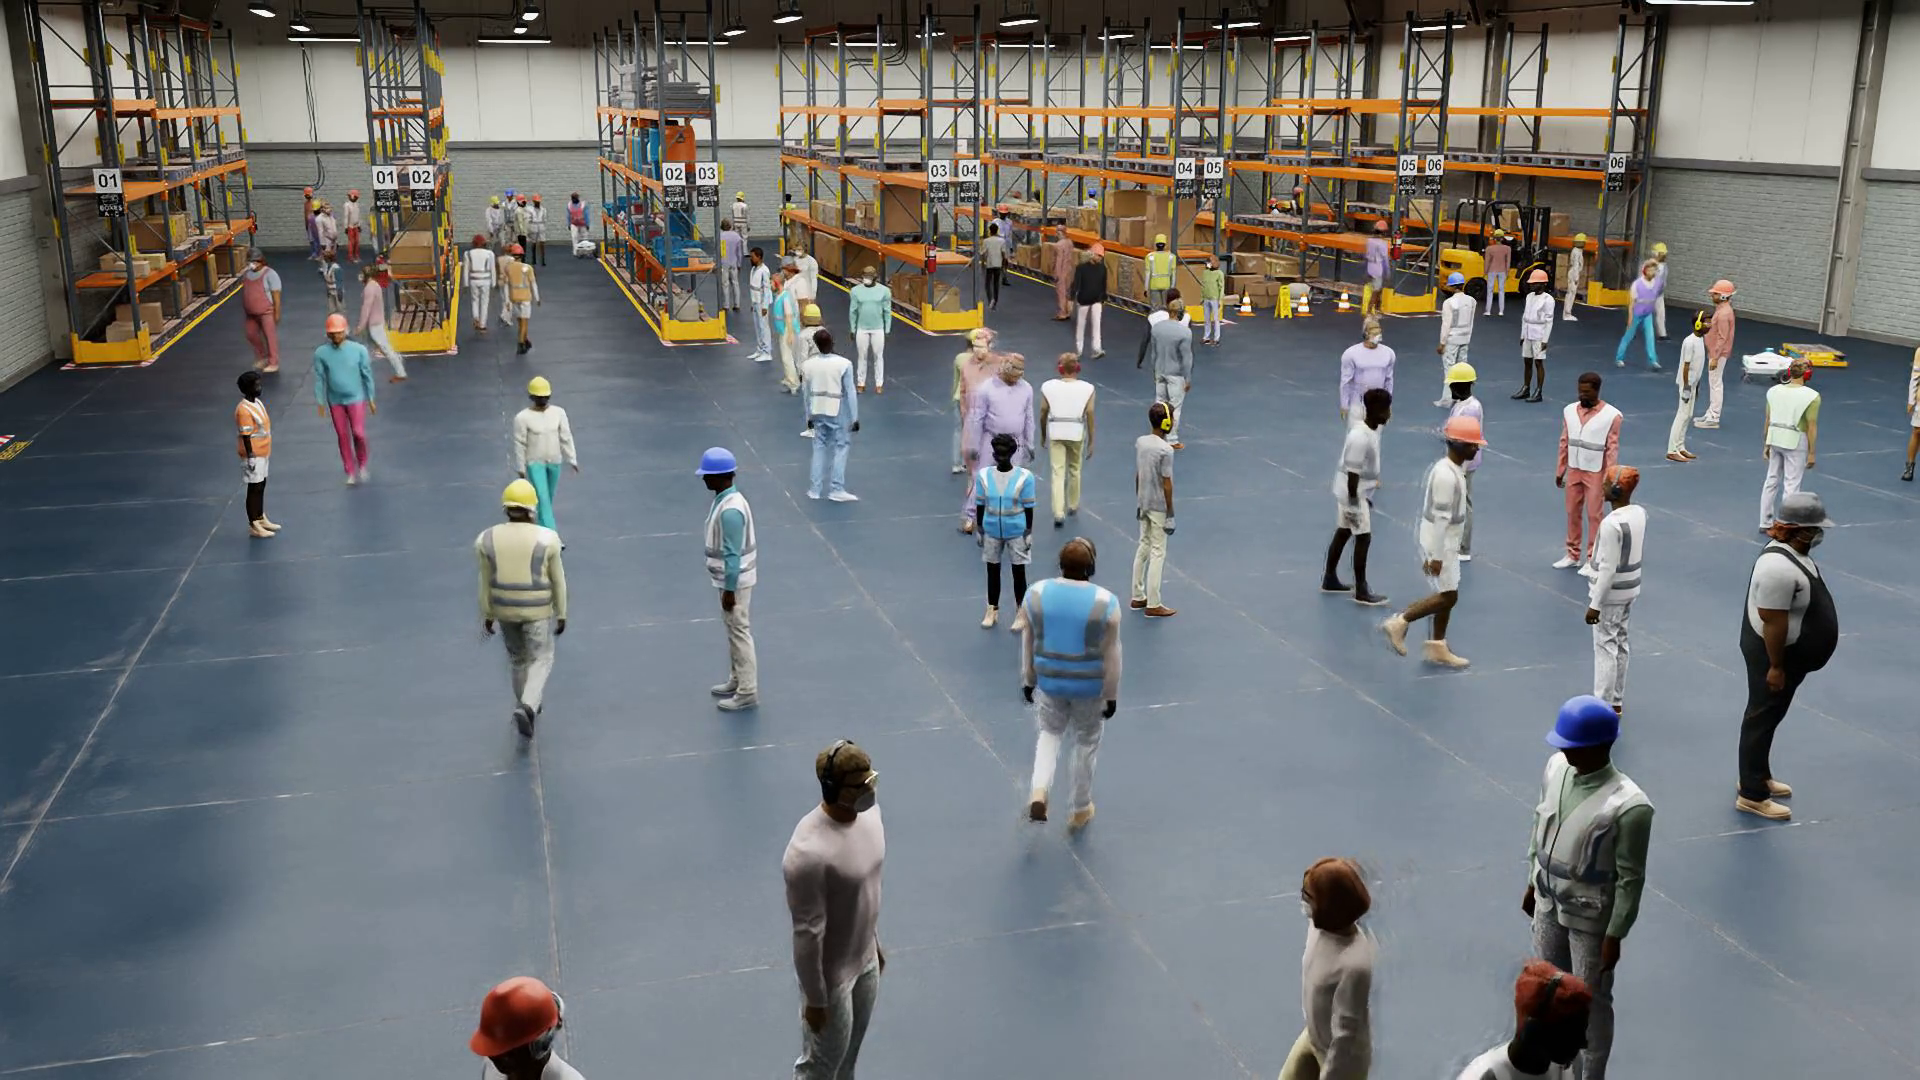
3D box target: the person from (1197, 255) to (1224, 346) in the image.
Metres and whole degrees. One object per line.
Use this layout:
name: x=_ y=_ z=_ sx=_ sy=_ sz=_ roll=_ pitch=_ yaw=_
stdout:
person: x=4.528 y=-4.315 z=29.953 sx=0.265 sy=1.632 sz=0.509 roll=-12 pitch=19 yaw=-38

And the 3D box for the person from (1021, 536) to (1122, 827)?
person: x=0.670 y=0.881 z=10.027 sx=0.638 sy=1.833 sz=0.524 roll=6 pitch=16 yaw=20

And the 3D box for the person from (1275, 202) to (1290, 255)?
person: x=8.489 y=-7.984 z=43.564 sx=0.311 sy=1.736 sz=0.483 roll=14 pitch=21 yaw=43

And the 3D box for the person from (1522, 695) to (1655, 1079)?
person: x=2.657 y=1.581 z=7.185 sx=0.401 sy=1.938 sz=0.602 roll=-6 pitch=16 yaw=-21

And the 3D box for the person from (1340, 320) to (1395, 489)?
person: x=4.623 y=-1.537 z=18.914 sx=0.635 sy=1.938 sz=0.359 roll=-2 pitch=15 yaw=-9

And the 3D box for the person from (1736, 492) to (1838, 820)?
person: x=5.138 y=0.693 z=10.330 sx=0.537 sy=2.000 sz=0.675 roll=8 pitch=17 yaw=29

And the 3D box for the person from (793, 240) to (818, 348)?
person: x=-2.769 y=-4.353 z=29.535 sx=0.625 sy=1.933 sz=0.375 roll=14 pitch=20 yaw=42

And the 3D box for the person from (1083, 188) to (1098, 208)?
person: x=3.649 y=-8.777 z=46.160 sx=0.610 sy=1.941 sz=0.414 roll=11 pitch=18 yaw=35

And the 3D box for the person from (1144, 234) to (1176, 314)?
person: x=3.702 y=-4.707 z=30.867 sx=0.593 sy=1.925 sz=0.384 roll=-2 pitch=15 yaw=-6

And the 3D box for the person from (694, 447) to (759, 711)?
person: x=-1.691 y=0.273 z=12.120 sx=0.421 sy=1.938 sz=0.603 roll=-4 pitch=15 yaw=-14

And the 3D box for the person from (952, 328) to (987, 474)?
person: x=0.112 y=-1.642 z=19.703 sx=0.623 sy=1.727 sz=0.510 roll=13 pitch=20 yaw=40

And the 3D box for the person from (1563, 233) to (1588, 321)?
person: x=12.368 y=-5.280 z=33.402 sx=0.340 sy=1.736 sz=0.487 roll=4 pitch=15 yaw=13

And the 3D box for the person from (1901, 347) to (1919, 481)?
person: x=11.274 y=-1.617 z=19.220 sx=0.552 sy=1.935 sz=0.373 roll=7 pitch=16 yaw=25

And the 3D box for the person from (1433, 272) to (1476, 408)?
person: x=7.118 y=-2.869 z=23.920 sx=0.602 sy=1.943 sz=0.393 roll=-9 pitch=18 yaw=-31

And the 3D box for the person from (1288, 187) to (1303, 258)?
person: x=9.174 y=-8.580 z=45.258 sx=0.645 sy=2.019 sz=0.461 roll=-4 pitch=16 yaw=-16

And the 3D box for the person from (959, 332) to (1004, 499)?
person: x=0.276 y=-1.346 z=18.303 sx=0.664 sy=1.891 sz=0.469 roll=6 pitch=16 yaw=21

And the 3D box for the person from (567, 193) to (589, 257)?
person: x=-10.741 y=-8.883 z=46.885 sx=0.632 sy=1.788 sz=0.678 roll=0 pitch=15 yaw=-2

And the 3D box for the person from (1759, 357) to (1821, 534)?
person: x=8.365 y=-0.925 z=16.815 sx=0.396 sy=1.836 sz=0.560 roll=-8 pitch=17 yaw=-27

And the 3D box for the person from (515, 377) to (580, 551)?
person: x=-4.057 y=-0.747 z=16.356 sx=0.537 sy=1.718 sz=0.903 roll=-11 pitch=19 yaw=-37

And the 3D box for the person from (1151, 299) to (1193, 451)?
person: x=2.669 y=-2.075 z=20.971 sx=0.383 sy=1.928 sz=0.635 roll=-13 pitch=20 yaw=-41

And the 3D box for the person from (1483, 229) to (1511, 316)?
person: x=10.973 y=-5.459 z=34.024 sx=0.524 sy=1.760 sz=0.326 roll=2 pitch=15 yaw=9

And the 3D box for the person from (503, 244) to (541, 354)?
person: x=-7.693 y=-4.231 z=29.144 sx=0.557 sy=1.894 sz=0.921 roll=3 pitch=15 yaw=9

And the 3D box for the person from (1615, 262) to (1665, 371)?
person: x=11.175 y=-3.673 z=27.269 sx=0.576 sy=1.782 sz=0.949 roll=-5 pitch=16 yaw=-19

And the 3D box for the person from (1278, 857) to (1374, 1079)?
person: x=1.328 y=1.967 z=6.342 sx=0.675 sy=1.607 sz=0.520 roll=-2 pitch=15 yaw=-8

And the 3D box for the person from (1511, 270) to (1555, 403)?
person: x=8.413 y=-2.989 z=24.382 sx=0.357 sy=1.937 sz=0.551 roll=-6 pitch=16 yaw=-23

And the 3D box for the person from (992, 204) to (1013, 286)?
person: x=1.014 y=-6.976 z=39.391 sx=0.550 sy=1.933 sz=0.373 roll=-7 pitch=16 yaw=-23

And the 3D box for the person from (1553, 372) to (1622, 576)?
person: x=5.874 y=-0.636 z=15.593 sx=0.405 sy=1.906 sz=0.603 roll=-10 pitch=18 yaw=-34

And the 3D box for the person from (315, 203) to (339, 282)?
person: x=-15.307 y=-7.222 z=40.372 sx=0.409 sy=1.909 sz=0.643 roll=3 pitch=15 yaw=10

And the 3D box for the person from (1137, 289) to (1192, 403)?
person: x=2.772 y=-2.464 z=22.569 sx=0.719 sy=1.849 sz=1.014 roll=2 pitch=15 yaw=8

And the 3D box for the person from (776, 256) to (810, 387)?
person: x=-2.609 y=-3.415 z=25.786 sx=0.543 sy=2.000 sz=0.769 roll=-11 pitch=18 yaw=-35

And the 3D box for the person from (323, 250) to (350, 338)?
person: x=-11.626 y=-4.590 z=30.993 sx=0.321 sy=1.628 sz=0.582 roll=-12 pitch=19 yaw=-39

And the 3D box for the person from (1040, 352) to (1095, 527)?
person: x=1.117 y=-1.062 z=17.408 sx=0.572 sy=1.805 sz=0.969 roll=1 pitch=15 yaw=4

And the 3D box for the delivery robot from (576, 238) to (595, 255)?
delivery robot: x=-10.406 y=-8.134 z=46.215 sx=0.477 sy=0.478 sz=0.707 roll=2 pitch=15 yaw=9

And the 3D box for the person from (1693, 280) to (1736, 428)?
person: x=10.221 y=-2.511 z=22.470 sx=0.375 sy=1.997 sz=0.612 roll=6 pitch=16 yaw=22

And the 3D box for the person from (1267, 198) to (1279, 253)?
person: x=8.409 y=-8.314 z=44.771 sx=0.341 sy=1.750 sz=0.566 roll=1 pitch=15 yaw=5

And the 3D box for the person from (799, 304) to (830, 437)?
person: x=-1.927 y=-2.232 z=21.906 sx=0.295 sy=1.744 sz=0.492 roll=13 pitch=20 yaw=41

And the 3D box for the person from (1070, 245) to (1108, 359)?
person: x=2.197 y=-4.070 z=28.435 sx=0.724 sy=1.923 sz=1.021 roll=-3 pitch=15 yaw=-10

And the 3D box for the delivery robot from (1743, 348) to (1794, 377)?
delivery robot: x=12.612 y=-2.751 z=25.956 sx=0.707 sy=0.478 sz=0.477 roll=4 pitch=15 yaw=16

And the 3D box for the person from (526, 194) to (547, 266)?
person: x=-11.268 y=-8.277 z=44.338 sx=0.547 sy=1.910 sz=0.830 roll=-6 pitch=16 yaw=-20

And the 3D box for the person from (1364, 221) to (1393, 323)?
person: x=8.343 y=-5.291 z=32.904 sx=0.762 sy=2.019 sz=0.613 roll=-4 pitch=15 yaw=-15
